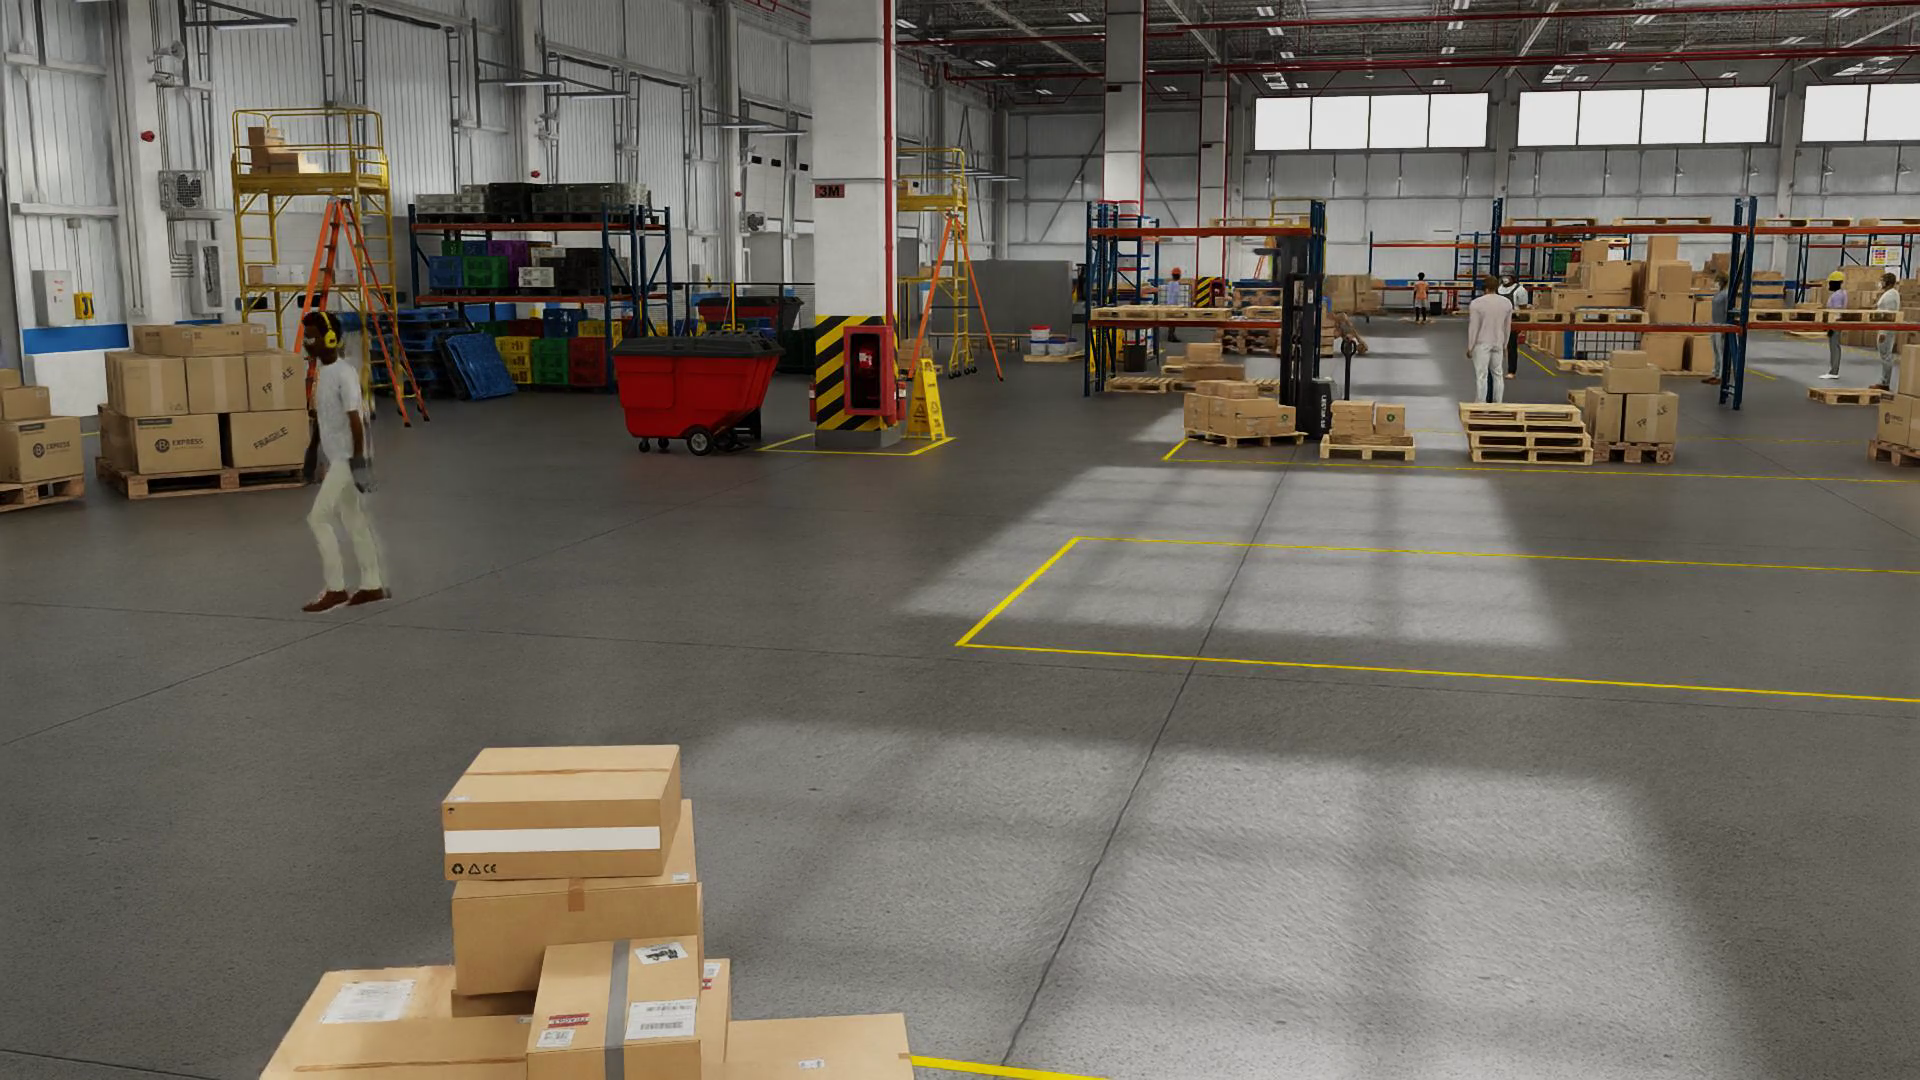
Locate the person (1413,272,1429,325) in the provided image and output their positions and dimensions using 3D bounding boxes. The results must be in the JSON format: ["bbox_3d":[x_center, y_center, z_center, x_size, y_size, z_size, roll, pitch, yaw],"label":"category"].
[{"bbox_3d":[14.987,-7.853,54.112,0.539,1.698,0.318,-2,10,-12],"label":"person"}]

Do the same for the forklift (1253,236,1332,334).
[{"bbox_3d":[9.214,-7.026,45.770,1.129,2.768,1.873,-9,13,-43],"label":"forklift"}]

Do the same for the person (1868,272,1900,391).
[{"bbox_3d":[15.120,-3.396,27.166,0.370,1.941,0.627,6,11,32],"label":"person"}]

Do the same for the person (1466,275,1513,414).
[{"bbox_3d":[7.267,-2.669,22.886,0.627,1.941,0.373,-2,10,-11],"label":"person"}]

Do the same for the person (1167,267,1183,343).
[{"bbox_3d":[5.532,-6.034,42.706,0.374,1.935,0.552,-1,10,-8],"label":"person"}]

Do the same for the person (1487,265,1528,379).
[{"bbox_3d":[9.768,-3.901,29.843,0.538,2.000,0.686,-9,13,-41],"label":"person"}]

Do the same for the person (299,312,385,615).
[{"bbox_3d":[-3.910,-0.475,10.260,0.693,1.845,0.540,-6,11,-30],"label":"person"}]

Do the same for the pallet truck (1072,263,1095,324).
[{"bbox_3d":[4.325,-8.180,55.162,0.823,1.965,1.885,6,11,31],"label":"pallet truck"}]

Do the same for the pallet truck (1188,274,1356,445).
[{"bbox_3d":[3.653,-2.138,19.590,1.885,1.965,0.823,-4,10,-20],"label":"pallet truck"}]

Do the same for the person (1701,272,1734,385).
[{"bbox_3d":[13.051,-3.629,28.548,0.373,1.937,0.629,0,10,3],"label":"person"}]

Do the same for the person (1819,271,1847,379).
[{"bbox_3d":[15.723,-3.858,29.916,0.370,1.929,0.585,6,11,33],"label":"person"}]

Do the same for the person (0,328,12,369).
[{"bbox_3d":[-10.036,-1.625,17.047,0.651,1.834,0.494,0,10,2],"label":"person"}]

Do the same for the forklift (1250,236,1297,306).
[{"bbox_3d":[9.965,-7.933,51.113,1.873,2.768,1.129,-2,10,-14],"label":"forklift"}]

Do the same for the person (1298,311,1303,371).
[{"bbox_3d":[6.665,-4.096,31.887,0.321,1.736,0.485,6,12,33],"label":"person"}]
